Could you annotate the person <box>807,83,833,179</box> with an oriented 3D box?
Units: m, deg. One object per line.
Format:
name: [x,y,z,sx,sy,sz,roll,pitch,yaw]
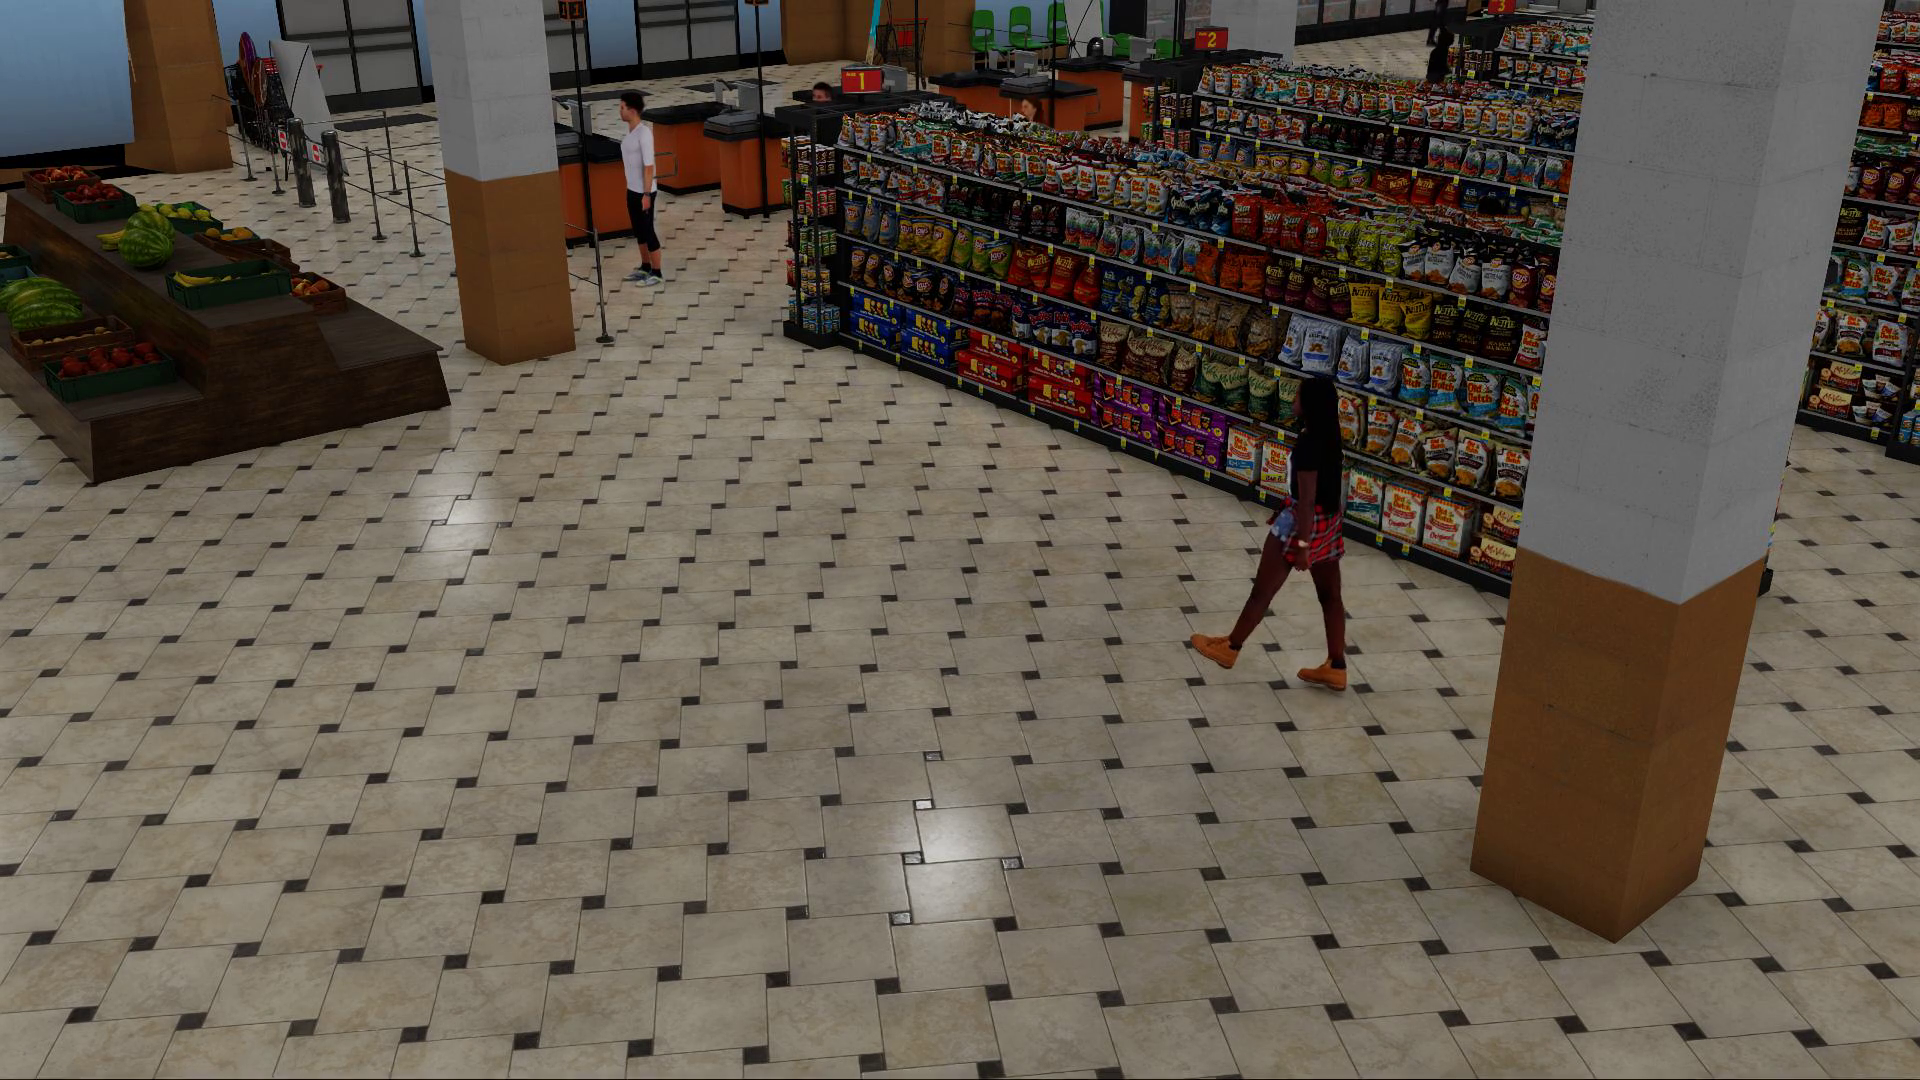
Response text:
person: [-1.274,-3.653,16.739,1.257,1.825,1.059,12,26,26]

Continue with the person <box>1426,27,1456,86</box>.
person: [6.495,-6.196,22.854,0.956,1.582,1.116,-7,25,-16]

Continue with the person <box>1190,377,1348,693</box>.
person: [1.870,0.018,8.518,1.142,1.691,0.839,14,27,29]

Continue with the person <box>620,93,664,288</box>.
person: [-3.098,-3.404,16.140,0.761,1.850,0.555,-13,27,-28]

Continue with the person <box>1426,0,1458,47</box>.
person: [9.424,-10.658,32.775,0.919,1.803,1.093,-12,26,-25]
